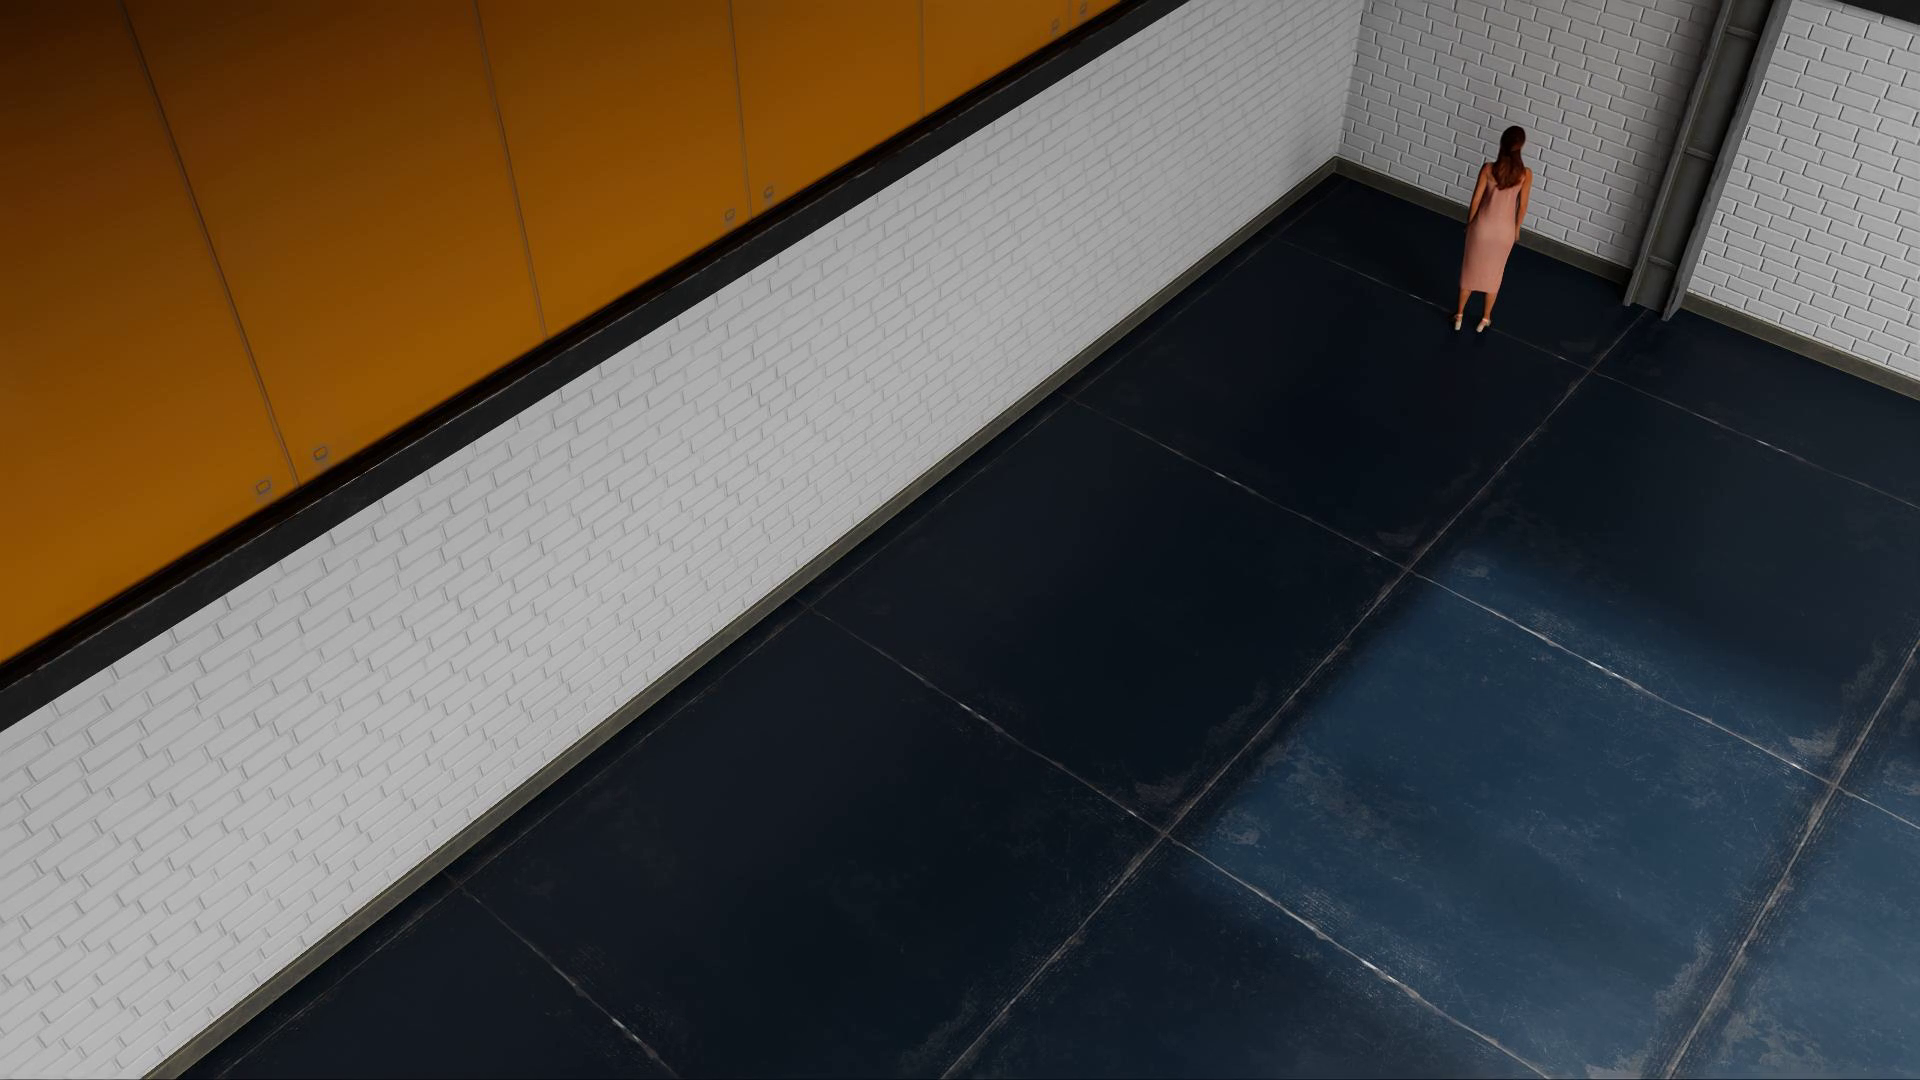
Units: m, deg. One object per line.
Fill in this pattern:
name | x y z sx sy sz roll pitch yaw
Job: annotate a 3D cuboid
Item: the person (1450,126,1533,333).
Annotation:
person | 4.242 -2.460 13.270 0.577 1.832 0.713 13 45 13
